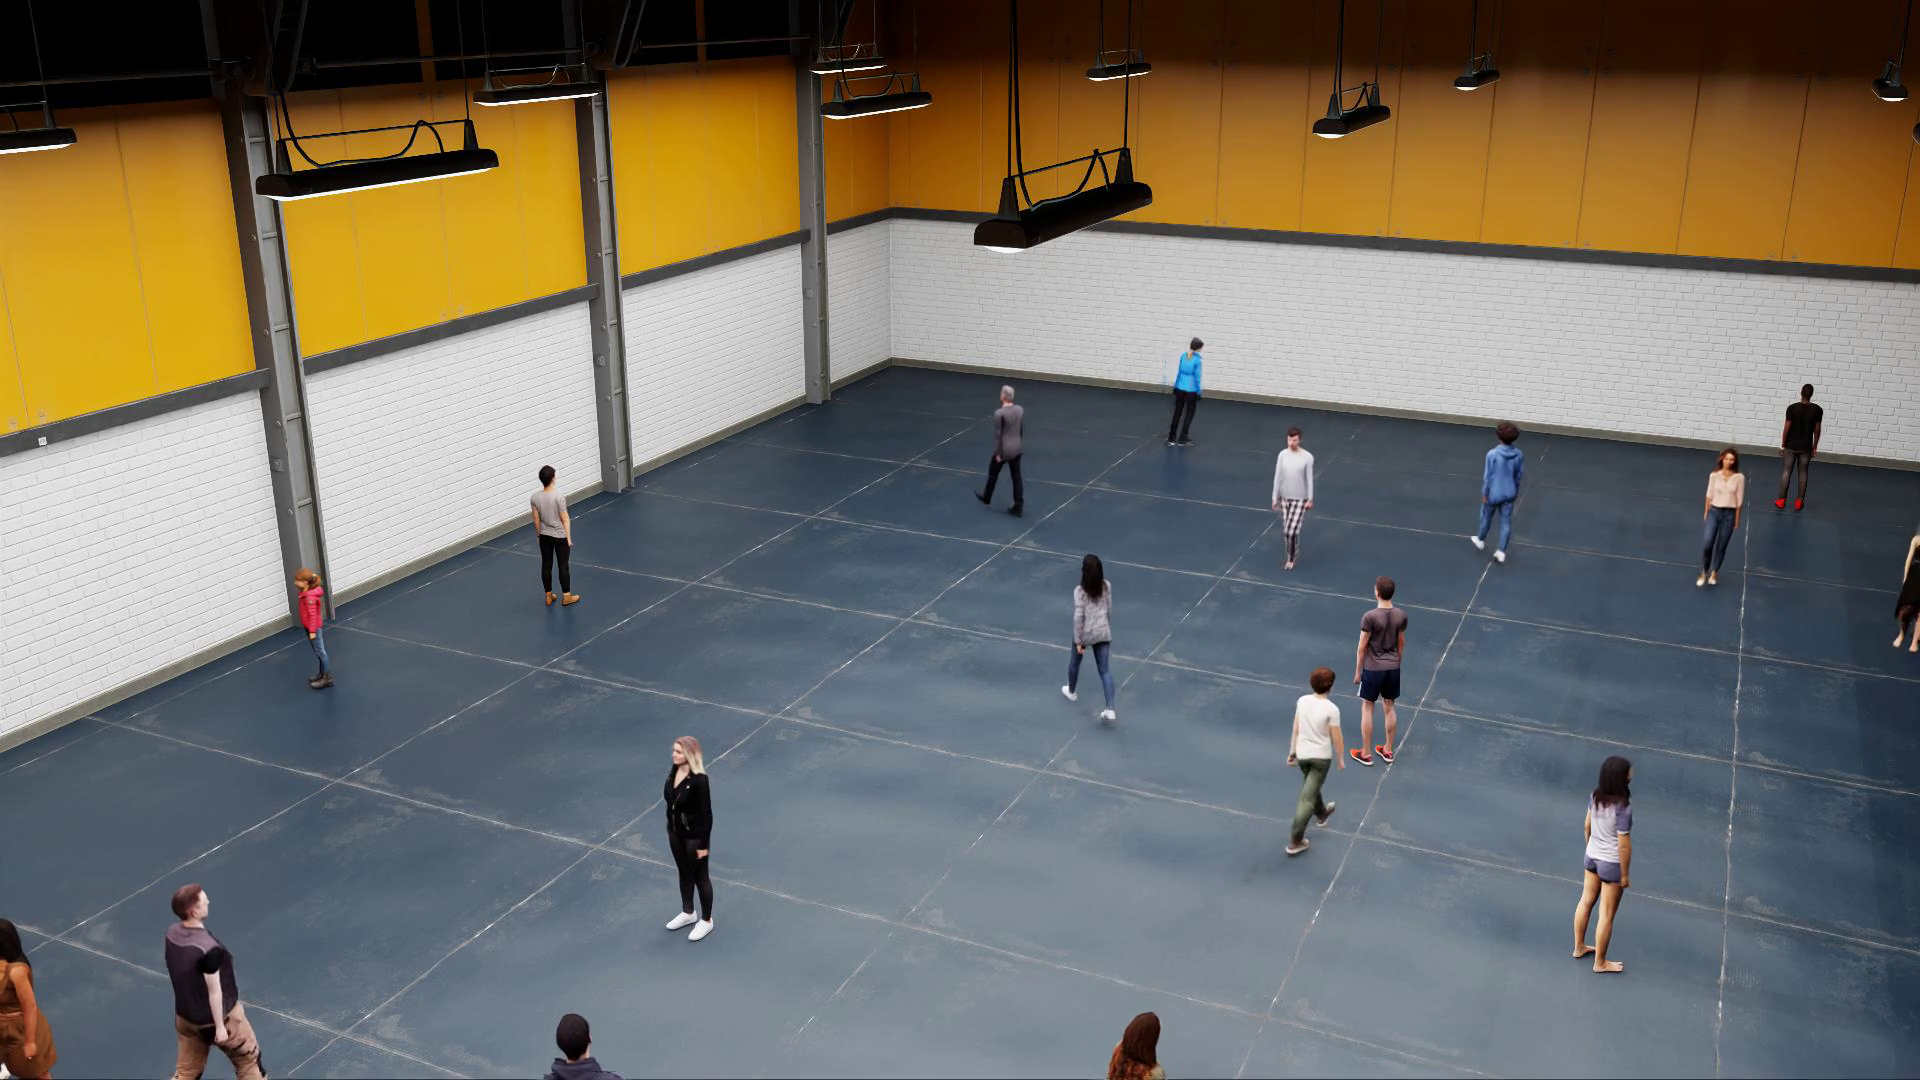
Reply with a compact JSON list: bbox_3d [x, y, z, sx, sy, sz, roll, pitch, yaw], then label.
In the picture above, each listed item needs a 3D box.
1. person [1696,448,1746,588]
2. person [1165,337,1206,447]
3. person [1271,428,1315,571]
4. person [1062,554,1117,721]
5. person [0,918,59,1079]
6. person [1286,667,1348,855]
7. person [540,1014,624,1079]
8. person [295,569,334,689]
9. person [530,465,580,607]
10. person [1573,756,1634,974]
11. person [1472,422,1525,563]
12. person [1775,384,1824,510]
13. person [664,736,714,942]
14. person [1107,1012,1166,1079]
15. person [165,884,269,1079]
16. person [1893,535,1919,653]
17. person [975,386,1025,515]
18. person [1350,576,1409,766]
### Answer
[{"bbox_3d":[9.432,-0.297,20.560,0.616,1.773,0.693,10,21,27],"label":"person"},{"bbox_3d":[3.601,-2.389,26.753,0.880,1.784,0.796,15,24,37],"label":"person"},{"bbox_3d":[4.285,-0.554,21.234,0.686,1.829,0.768,12,22,31],"label":"person"},{"bbox_3d":[1.382,1.010,16.812,1.126,1.687,1.221,-6,19,-17],"label":"person"},{"bbox_3d":[-5.940,3.124,10.538,0.603,1.685,0.571,14,23,35],"label":"person"},{"bbox_3d":[2.980,1.916,14.239,0.820,1.613,1.145,17,25,40],"label":"person"},{"bbox_3d":[-2.039,3.513,9.094,0.869,1.869,1.043,2,19,6],"label":"person"},{"bbox_3d":[-6.846,0.921,17.662,0.621,1.314,0.580,-10,21,-28],"label":"person"},{"bbox_3d":[-4.881,-0.062,19.936,0.644,1.724,0.587,5,19,13],"label":"person"},{"bbox_3d":[4.872,2.423,12.544,0.714,1.733,0.652,-6,20,-18],"label":"person"},{"bbox_3d":[6.986,-0.588,21.407,0.961,1.782,1.127,0,19,-1],"label":"person"},{"bbox_3d":[11.900,-1.335,23.588,0.660,1.806,0.564,6,20,17],"label":"person"},{"bbox_3d":[-2.099,2.300,12.984,0.663,1.686,0.625,16,24,38],"label":"person"},{"bbox_3d":[0.989,3.469,9.856,0.701,1.467,0.689,-14,23,-36],"label":"person"},{"bbox_3d":[-4.878,3.056,10.561,0.801,1.800,1.215,12,22,32],"label":"person"},{"bbox_3d":[10.787,0.453,18.576,0.619,1.617,0.656,12,22,33],"label":"person"},{"bbox_3d":[0.715,-1.231,23.277,1.213,1.809,1.162,-13,23,-33],"label":"person"},{"bbox_3d":[4.014,1.245,15.862,0.715,1.848,0.759,-5,19,-15],"label":"person"}]
